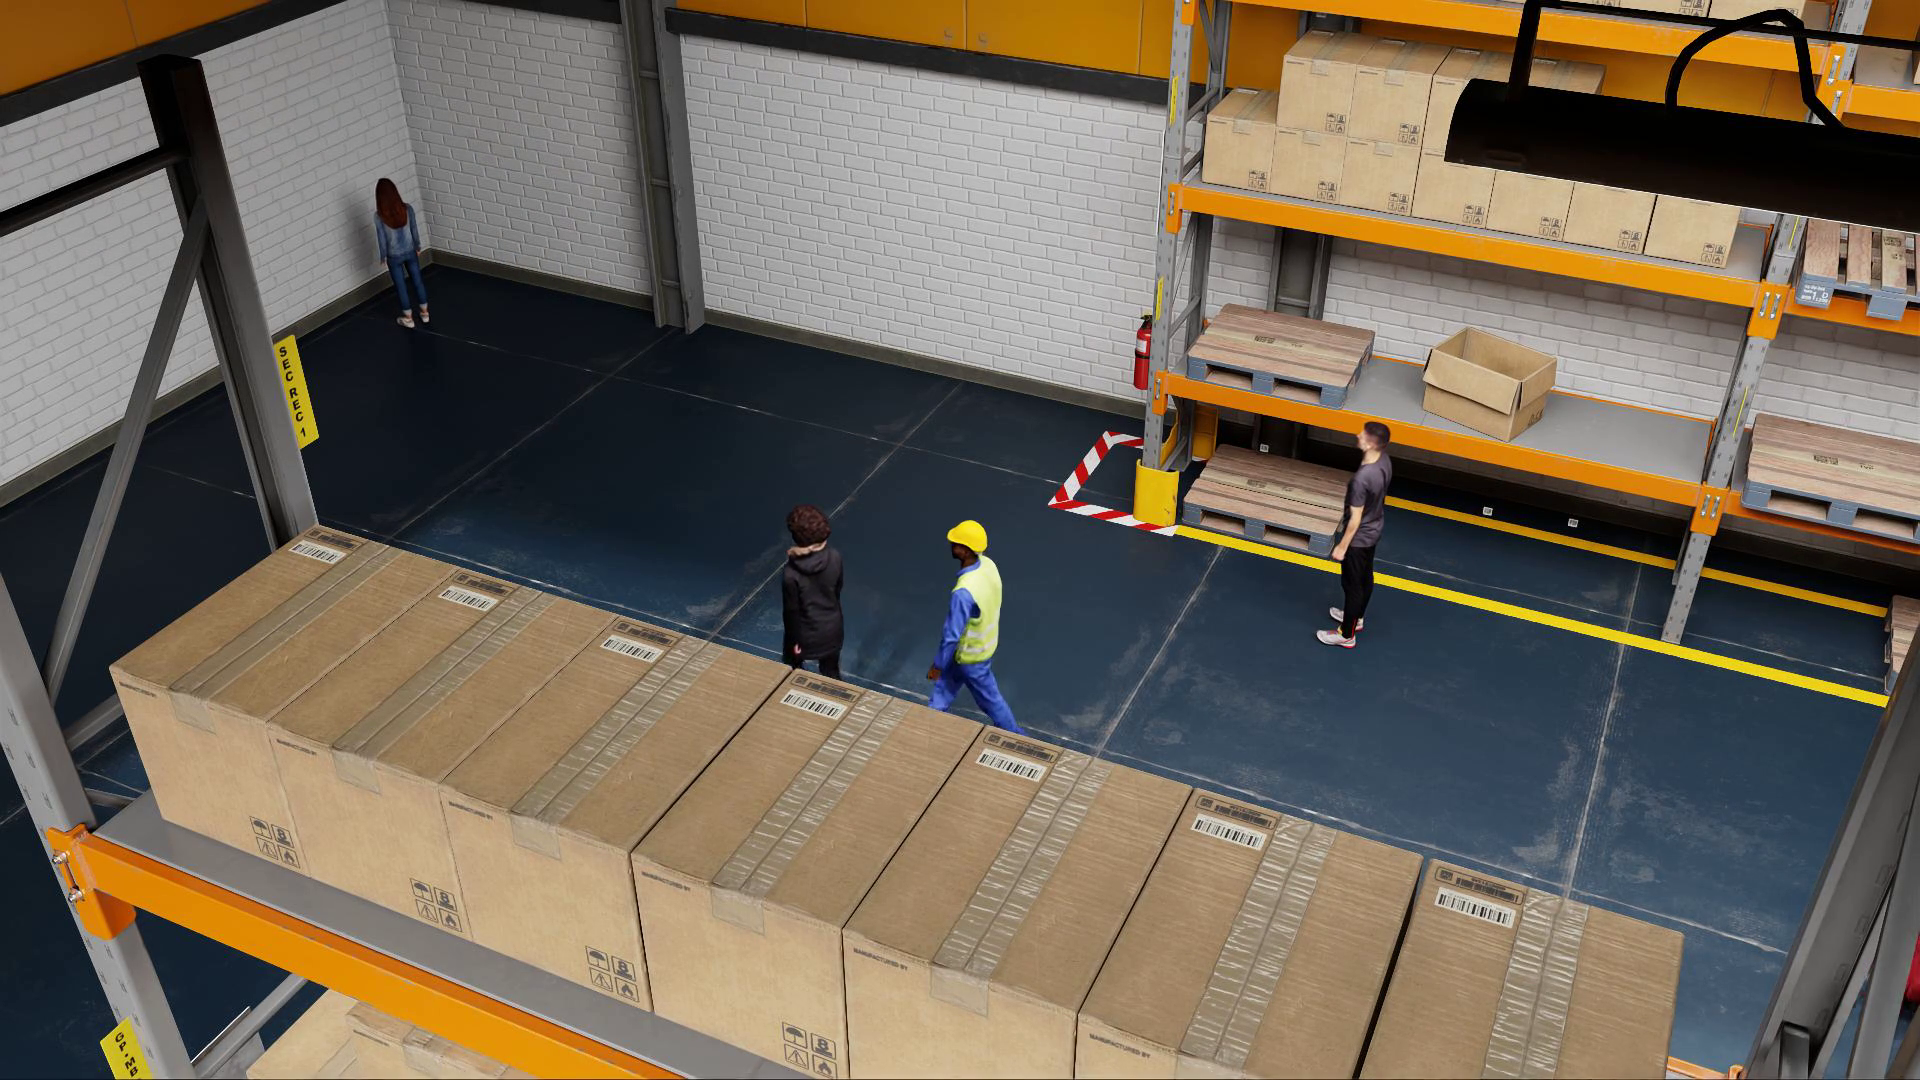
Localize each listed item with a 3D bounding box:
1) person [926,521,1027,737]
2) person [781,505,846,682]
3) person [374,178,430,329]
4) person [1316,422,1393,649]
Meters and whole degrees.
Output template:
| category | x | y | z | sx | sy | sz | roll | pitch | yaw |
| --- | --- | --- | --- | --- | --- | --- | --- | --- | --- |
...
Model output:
| category | x | y | z | sx | sy | sz | roll | pitch | yaw |
| --- | --- | --- | --- | --- | --- | --- | --- | --- | --- |
| person | 0.152 | 0.704 | 10.438 | 1.252 | 1.773 | 0.838 | 8 | 34 | 12 |
| person | -0.888 | 0.588 | 10.622 | 0.742 | 1.763 | 0.784 | -18 | 37 | -25 |
| person | -5.340 | -2.746 | 15.896 | 0.634 | 1.477 | 0.628 | -25 | 41 | -32 |
| person | 2.789 | -0.045 | 11.574 | 0.570 | 1.764 | 0.656 | 18 | 38 | 25 |
